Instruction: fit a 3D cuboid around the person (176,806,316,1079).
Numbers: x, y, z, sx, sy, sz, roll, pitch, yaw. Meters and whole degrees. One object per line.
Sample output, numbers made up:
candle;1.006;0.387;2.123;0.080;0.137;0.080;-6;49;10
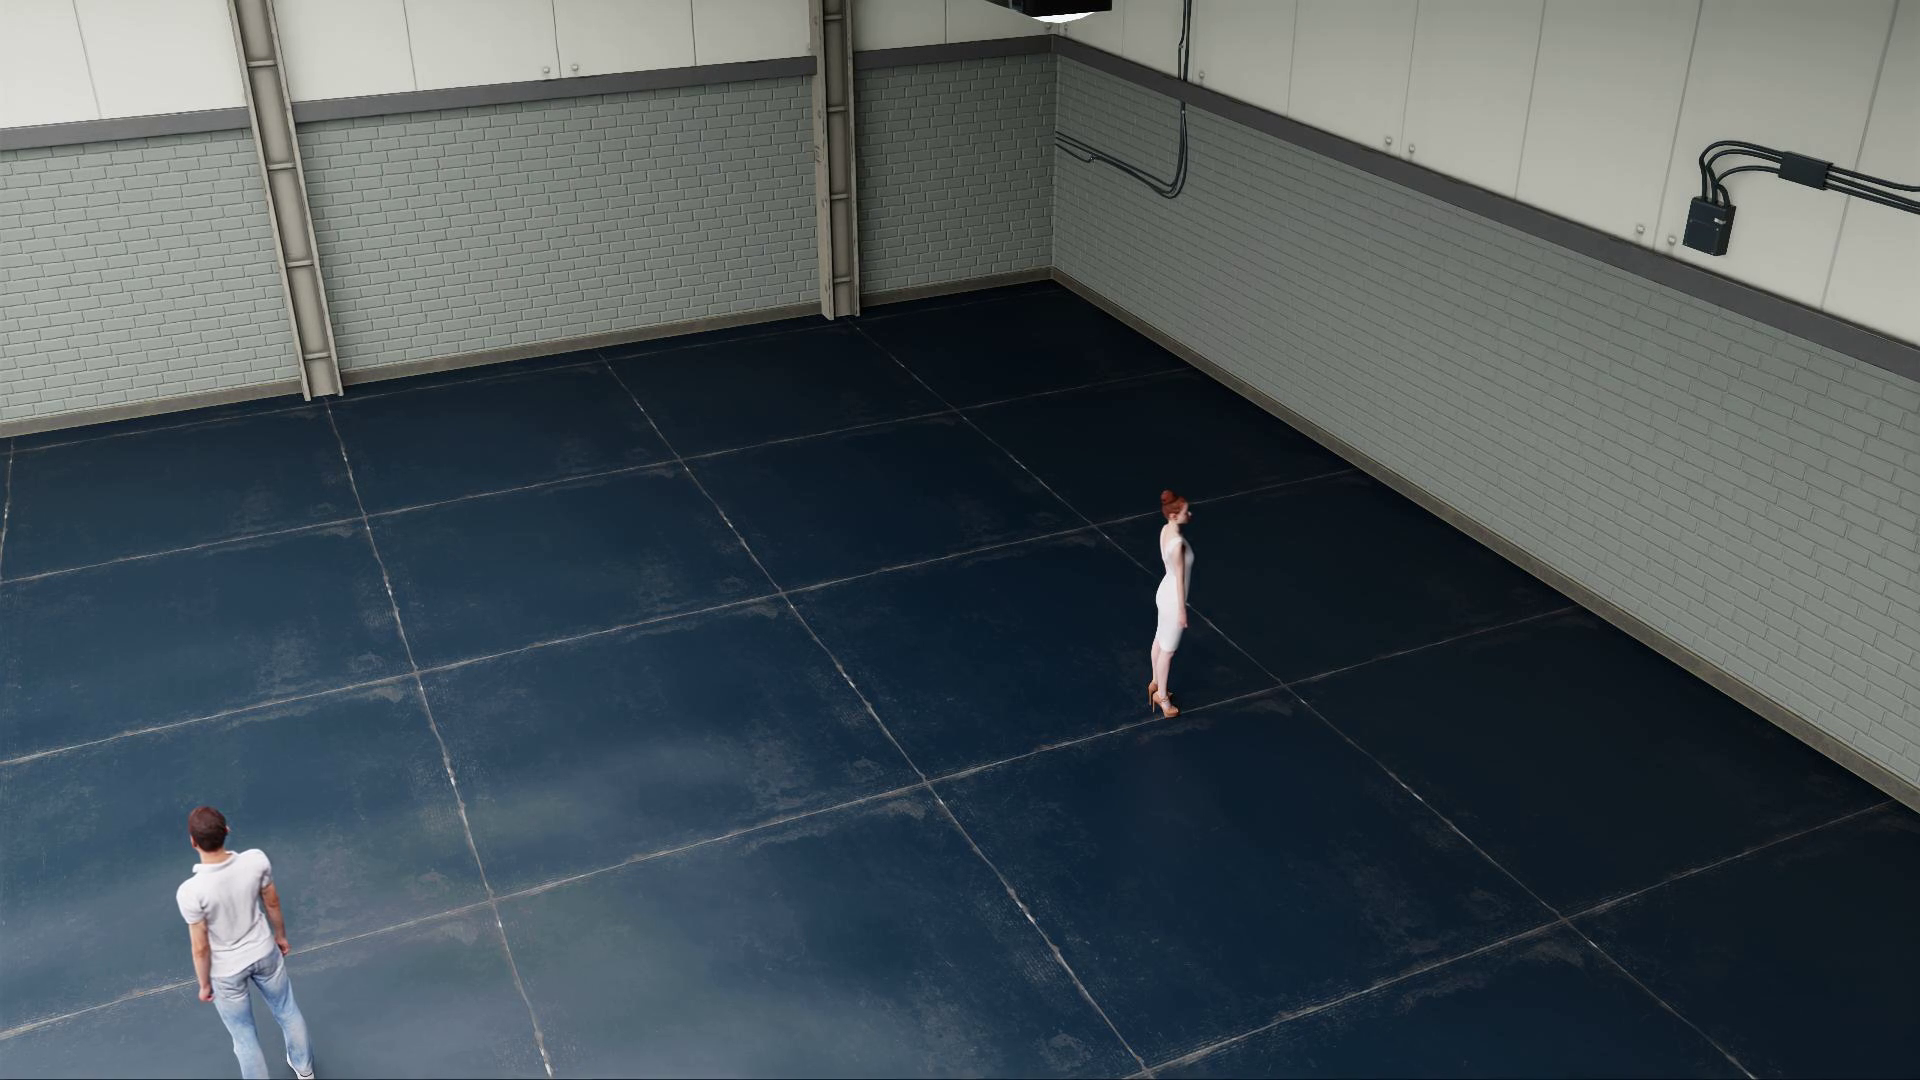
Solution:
person;-3.726;2.182;8.640;0.796;1.850;0.656;19;33;32

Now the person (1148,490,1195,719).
person;1.521;0.458;12.053;0.590;1.792;0.625;-2;27;-3
